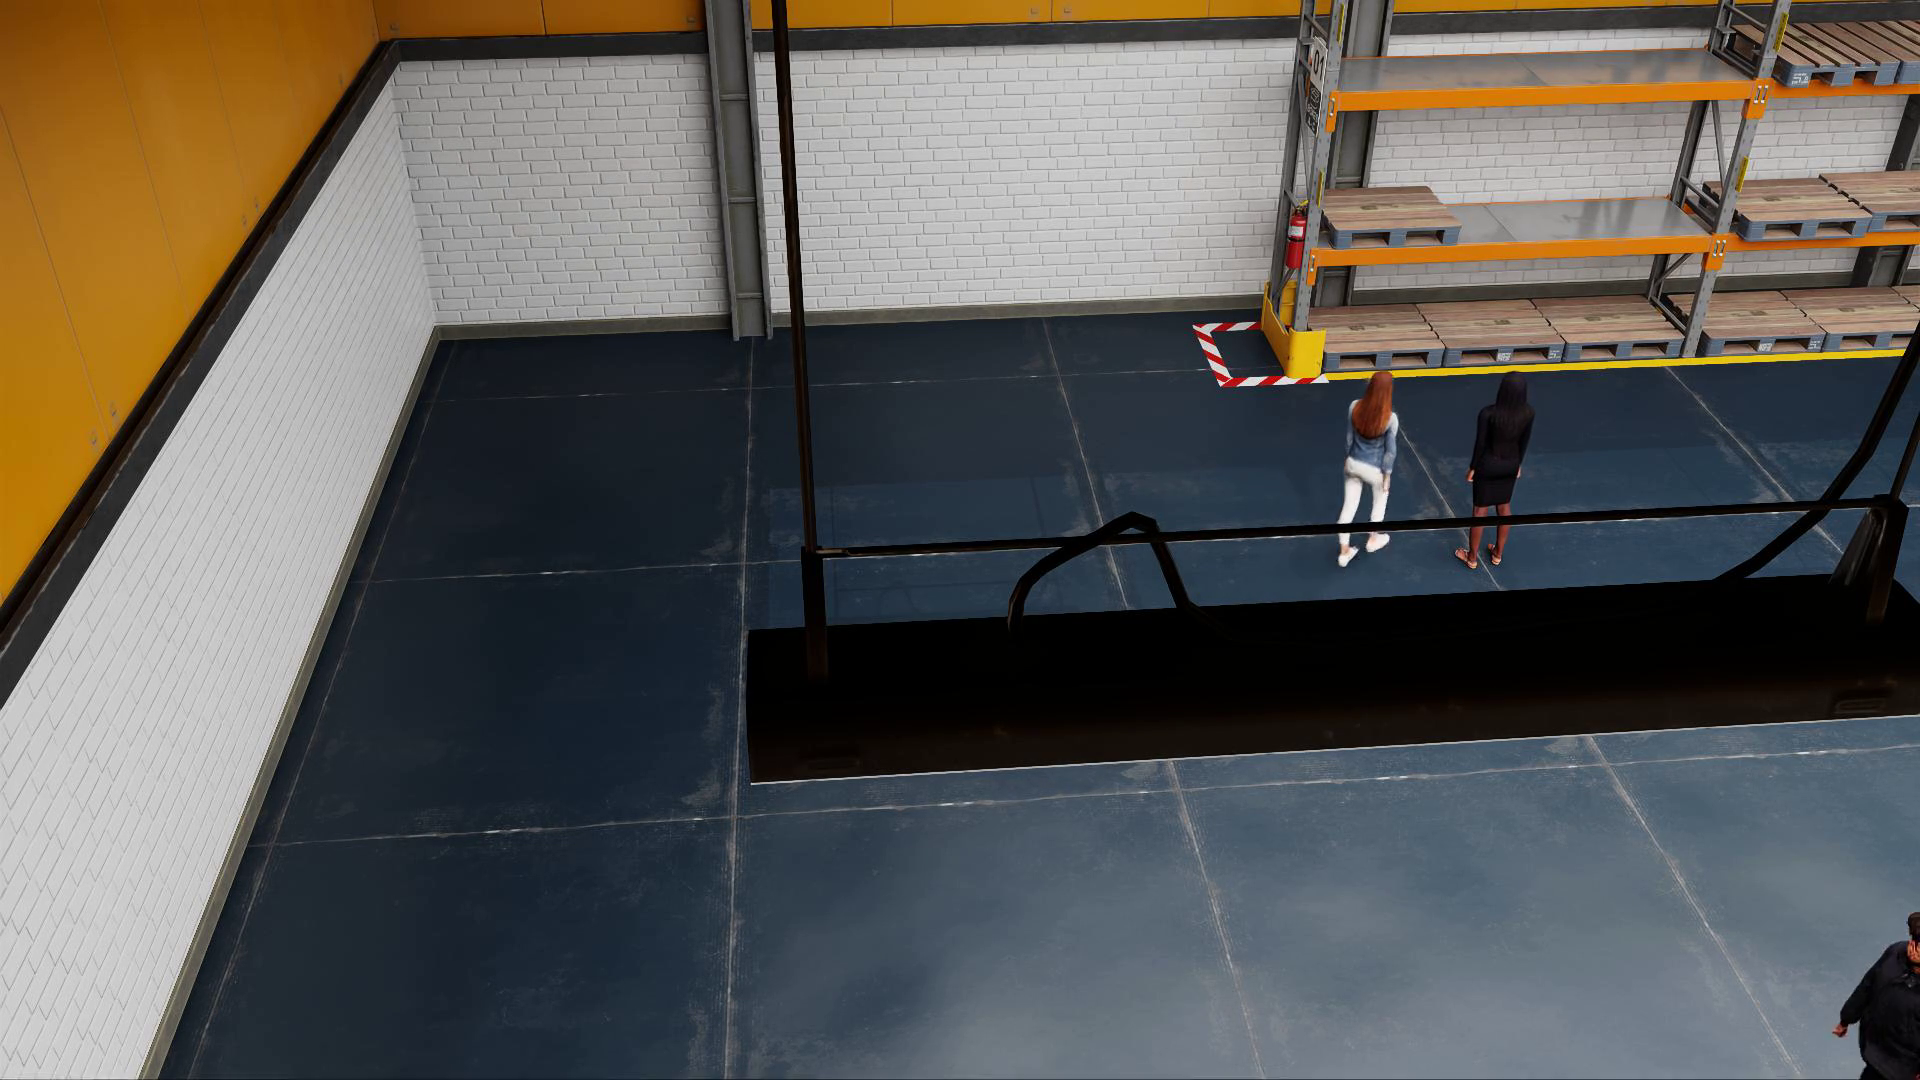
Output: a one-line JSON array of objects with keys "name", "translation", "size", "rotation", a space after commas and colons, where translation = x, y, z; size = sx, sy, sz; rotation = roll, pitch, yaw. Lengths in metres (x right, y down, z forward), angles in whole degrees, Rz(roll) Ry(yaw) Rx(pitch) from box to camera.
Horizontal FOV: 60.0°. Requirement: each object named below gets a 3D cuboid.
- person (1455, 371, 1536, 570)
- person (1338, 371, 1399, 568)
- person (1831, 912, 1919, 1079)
[{"name": "person", "translation": [4.230, -0.565, 13.131], "size": [0.455, 1.720, 0.687], "rotation": [-6, 34, -9]}, {"name": "person", "translation": [3.151, -0.519, 13.092], "size": [0.882, 1.687, 0.940], "rotation": [25, 41, 32]}, {"name": "person", "translation": [4.804, 2.532, 8.453], "size": [1.136, 1.741, 0.727], "rotation": [-7, 34, -10]}]
